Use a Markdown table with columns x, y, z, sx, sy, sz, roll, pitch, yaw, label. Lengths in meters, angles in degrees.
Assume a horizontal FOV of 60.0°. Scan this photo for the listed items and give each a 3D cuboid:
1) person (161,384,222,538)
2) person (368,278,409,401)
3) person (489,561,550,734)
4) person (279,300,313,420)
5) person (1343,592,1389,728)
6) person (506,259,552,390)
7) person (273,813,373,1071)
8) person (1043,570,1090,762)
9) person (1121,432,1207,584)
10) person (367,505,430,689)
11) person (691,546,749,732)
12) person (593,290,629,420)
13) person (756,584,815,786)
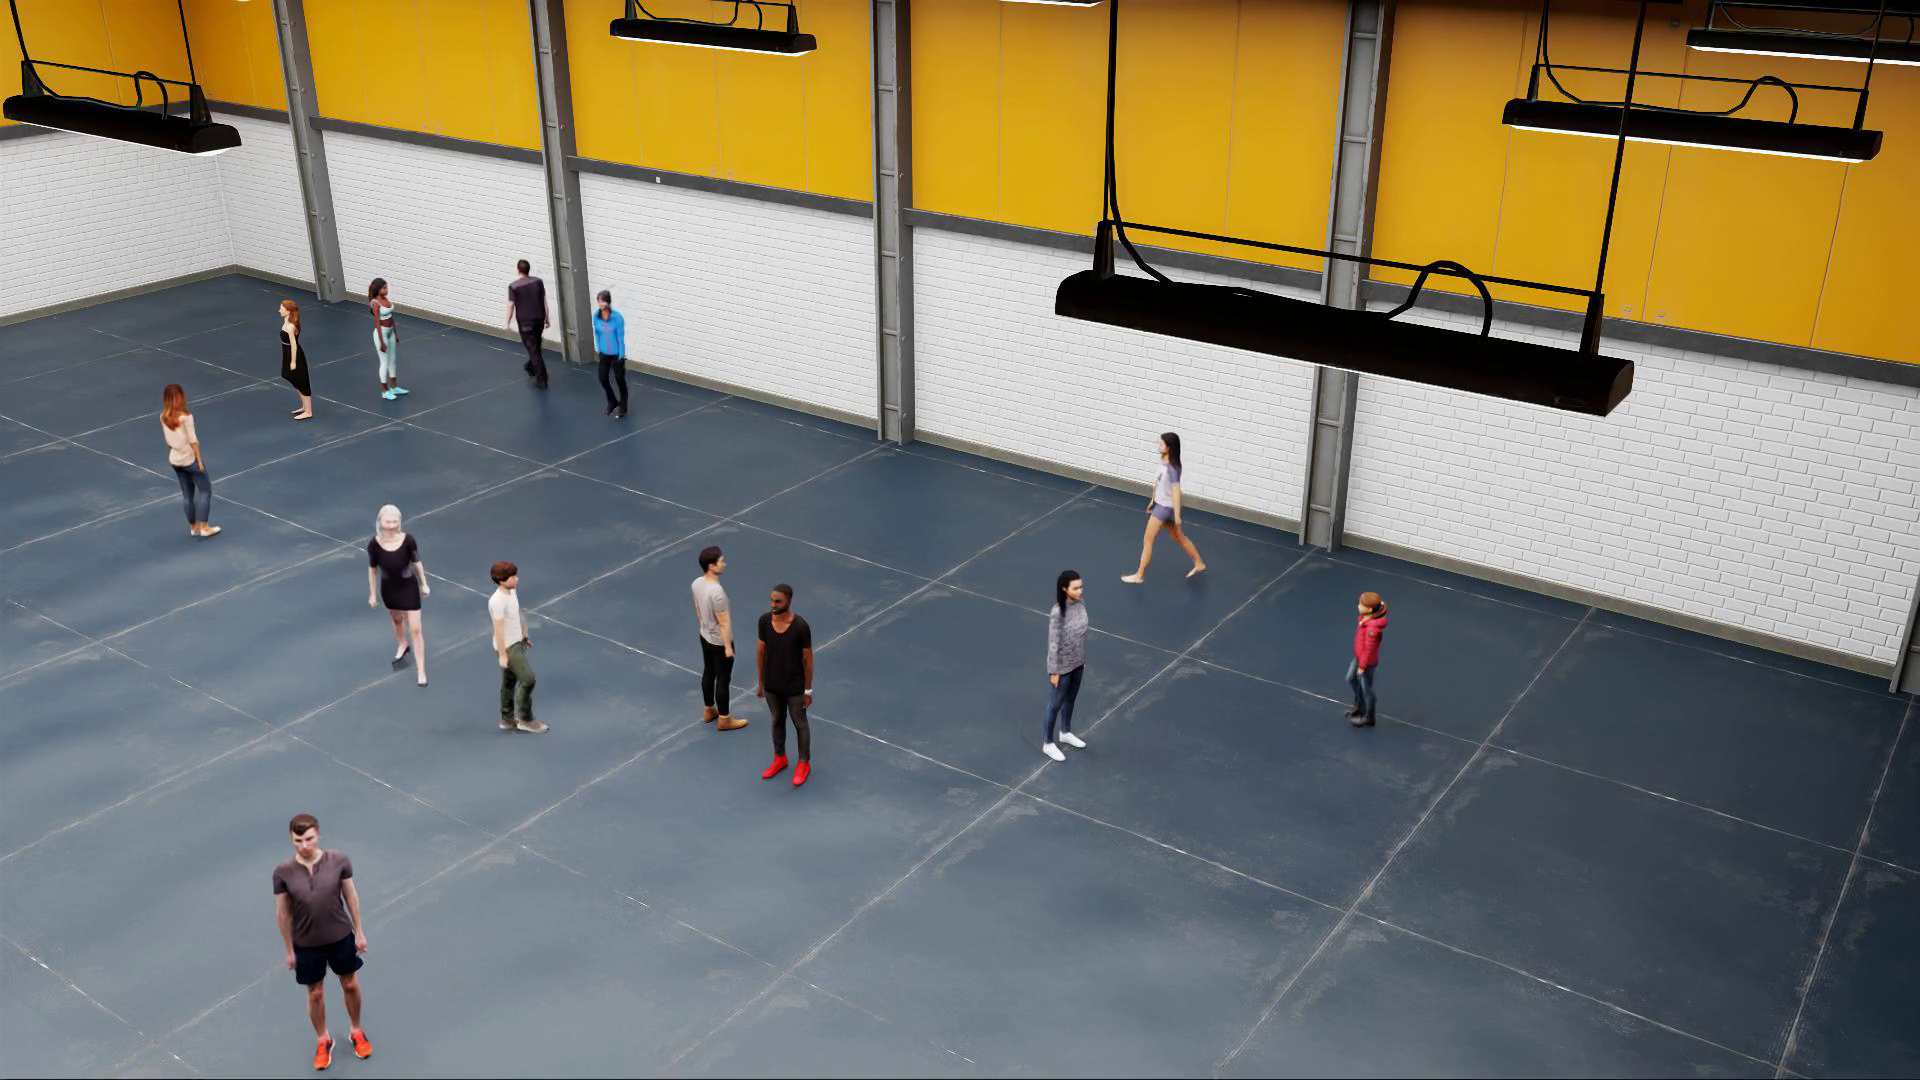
| x | y | z | sx | sy | sz | roll | pitch | yaw | label |
| --- | --- | --- | --- | --- | --- | --- | --- | --- | --- |
| -8.702 | -0.876 | 18.678 | 0.549 | 1.787 | 0.725 | 9 | 25 | 19 | person |
| -8.027 | -2.827 | 23.220 | 0.648 | 1.723 | 0.643 | 5 | 24 | 11 | person |
| -4.047 | 0.948 | 14.680 | 0.834 | 1.647 | 0.767 | 0 | 24 | 1 | person |
| -8.984 | -2.452 | 22.484 | 0.741 | 1.625 | 0.657 | -10 | 26 | -22 | person |
| 3.690 | 1.072 | 14.819 | 0.646 | 1.308 | 0.600 | 0 | 24 | -1 | person |
| -6.049 | -3.028 | 23.591 | 0.950 | 1.794 | 1.291 | -19 | 30 | -36 | person |
| -4.102 | 2.563 | 10.731 | 0.723 | 1.851 | 0.721 | -10 | 26 | -22 | person |
| 0.921 | 1.046 | 14.351 | 0.542 | 1.731 | 0.635 | 19 | 30 | 36 | person |
| 2.264 | -0.318 | 17.524 | 1.195 | 1.688 | 1.064 | -2 | 24 | -5 | person |
| -5.258 | 0.477 | 15.601 | 1.173 | 1.771 | 1.276 | -4 | 24 | -9 | person |
| -2.178 | 0.864 | 14.784 | 0.725 | 1.717 | 0.576 | -17 | 29 | -33 | person |
| -4.642 | -2.529 | 22.457 | 0.666 | 1.789 | 0.772 | 6 | 24 | 14 | person |
| -1.449 | 1.188 | 13.935 | 0.544 | 1.804 | 0.754 | 9 | 25 | 20 | person |
